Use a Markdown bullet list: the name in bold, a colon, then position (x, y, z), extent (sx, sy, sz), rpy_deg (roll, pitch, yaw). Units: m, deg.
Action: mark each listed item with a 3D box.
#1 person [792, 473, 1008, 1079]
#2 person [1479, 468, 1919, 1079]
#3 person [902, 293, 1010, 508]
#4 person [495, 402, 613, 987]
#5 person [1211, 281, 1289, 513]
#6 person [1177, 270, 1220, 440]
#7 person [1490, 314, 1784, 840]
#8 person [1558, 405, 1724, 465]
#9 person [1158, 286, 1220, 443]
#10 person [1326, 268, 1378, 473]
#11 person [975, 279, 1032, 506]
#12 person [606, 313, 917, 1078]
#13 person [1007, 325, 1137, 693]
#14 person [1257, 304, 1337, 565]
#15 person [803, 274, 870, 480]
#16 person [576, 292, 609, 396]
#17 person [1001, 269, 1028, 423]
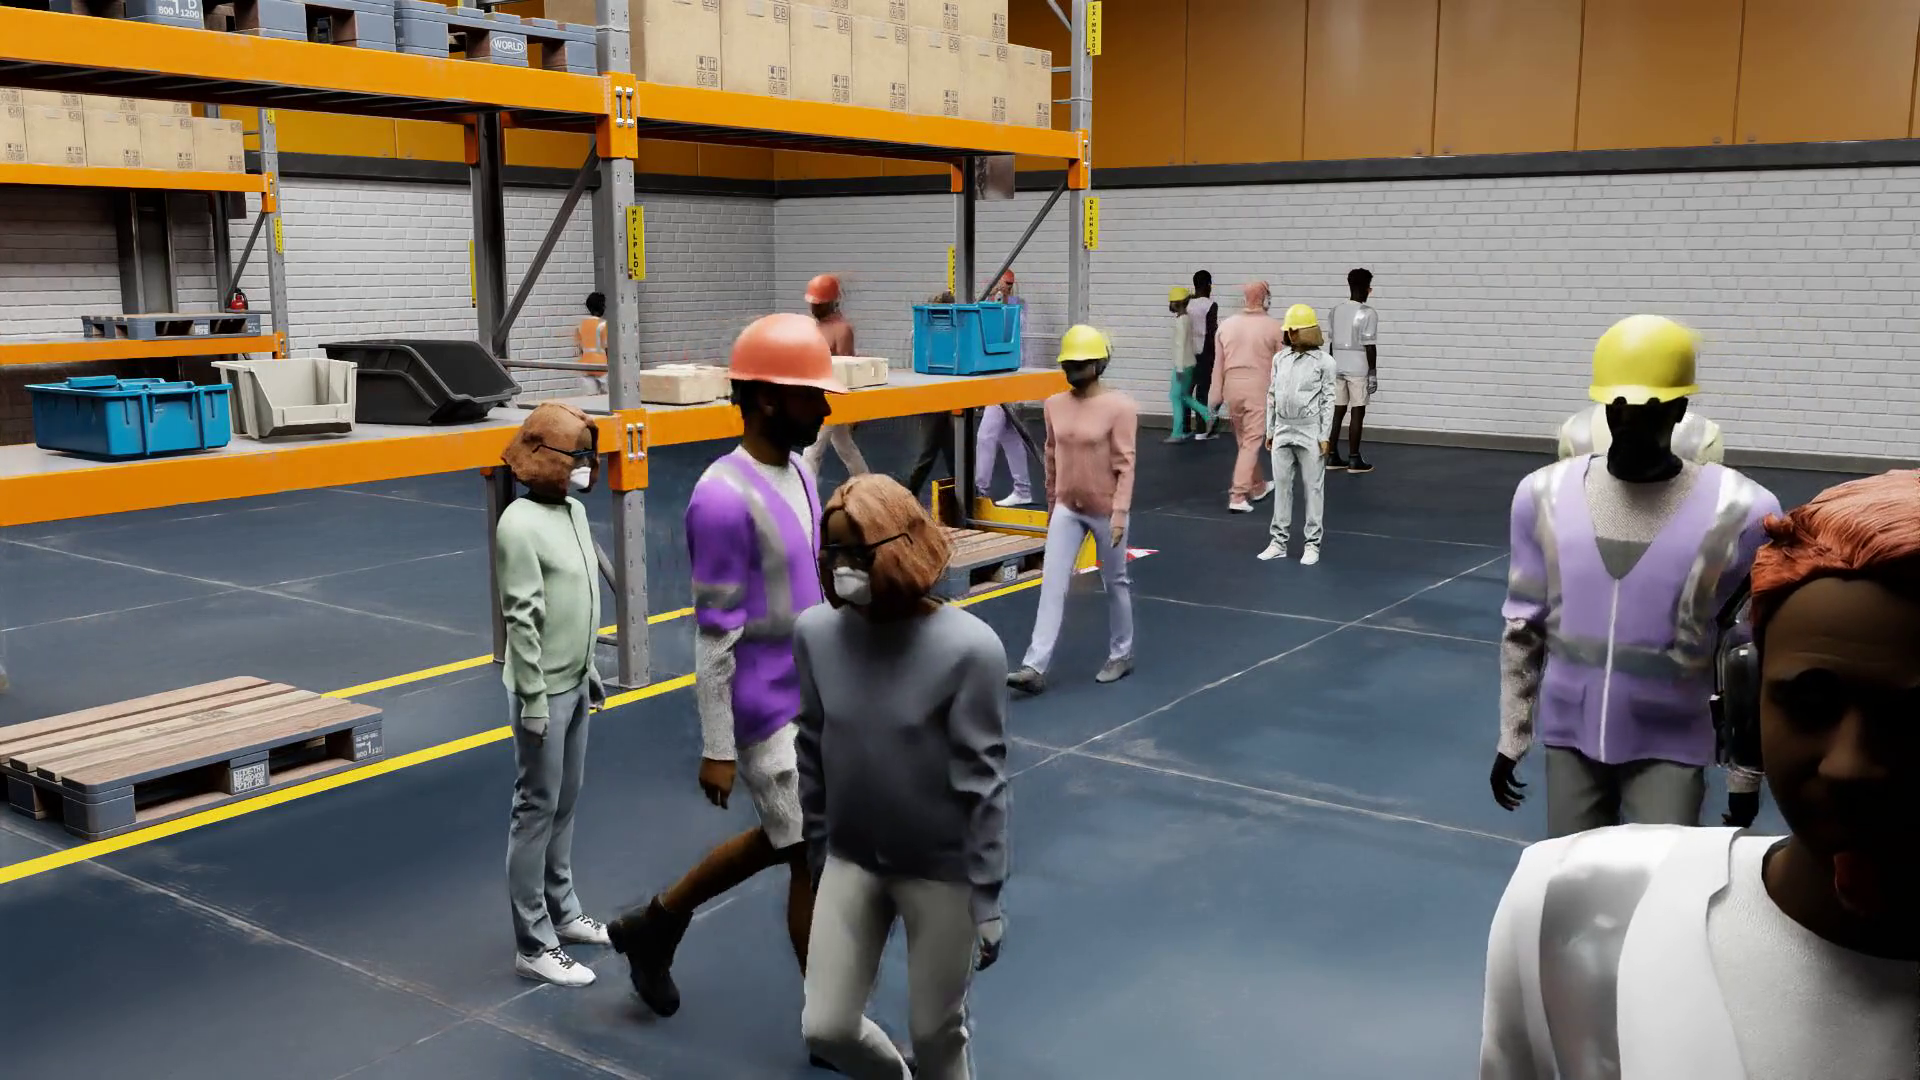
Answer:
- **person**: position (-0.119, 0.671, 3.313), extent (0.520, 1.618, 0.362), rpy_deg (4, 10, 24)
- **person**: position (0.635, 0.879, 1.271), extent (0.573, 1.883, 0.356), rpy_deg (6, 12, 34)
- **person**: position (-0.091, -0.890, 12.080), extent (0.956, 1.791, 0.540), rpy_deg (-1, 10, -6)
- **person**: position (-1.140, 0.424, 4.726), extent (0.279, 1.633, 0.498), rpy_deg (1, 10, 6)
- **person**: position (2.425, -1.171, 13.576), extent (0.673, 1.850, 1.010), rpy_deg (8, 12, 40)
- **person**: position (2.692, -2.097, 18.899), extent (0.370, 1.914, 0.597), rpy_deg (-8, 12, -38)
- **person**: position (1.513, 0.448, 3.780), extent (0.588, 1.911, 0.456), rpy_deg (8, 12, 40)
- **person**: position (2.544, 0.093, 6.217), extent (0.618, 1.792, 0.837), rpy_deg (7, 12, 36)
- **person**: position (2.535, -1.922, 18.376), extent (0.573, 1.749, 0.524), rpy_deg (3, 10, 18)
- **person**: position (3.774, -1.627, 15.978), extent (0.372, 1.958, 0.607), rpy_deg (-6, 11, -30)
- **person**: position (0.228, -1.178, 13.549), extent (0.862, 1.871, 0.674), rpy_deg (-2, 10, -13)
- **person**: position (-0.527, 0.387, 4.158), extent (0.847, 1.904, 0.552), rpy_deg (3, 10, 16)
- **person**: position (0.557, -0.131, 7.744), extent (0.549, 1.714, 0.891), rpy_deg (7, 12, 36)
- **person**: position (2.256, -0.702, 11.128), extent (0.483, 1.736, 0.311), rpy_deg (8, 12, 38)
- **person**: position (-1.011, -1.036, 12.581), extent (1.047, 1.924, 0.662), rpy_deg (-4, 10, -23)
- **person**: position (-3.869, -1.849, 18.068), extent (0.555, 1.683, 0.526), rpy_deg (6, 11, 33)
- **person**: position (0.544, -2.315, 20.132), extent (0.548, 1.937, 0.379), rpy_deg (-3, 10, -16)
